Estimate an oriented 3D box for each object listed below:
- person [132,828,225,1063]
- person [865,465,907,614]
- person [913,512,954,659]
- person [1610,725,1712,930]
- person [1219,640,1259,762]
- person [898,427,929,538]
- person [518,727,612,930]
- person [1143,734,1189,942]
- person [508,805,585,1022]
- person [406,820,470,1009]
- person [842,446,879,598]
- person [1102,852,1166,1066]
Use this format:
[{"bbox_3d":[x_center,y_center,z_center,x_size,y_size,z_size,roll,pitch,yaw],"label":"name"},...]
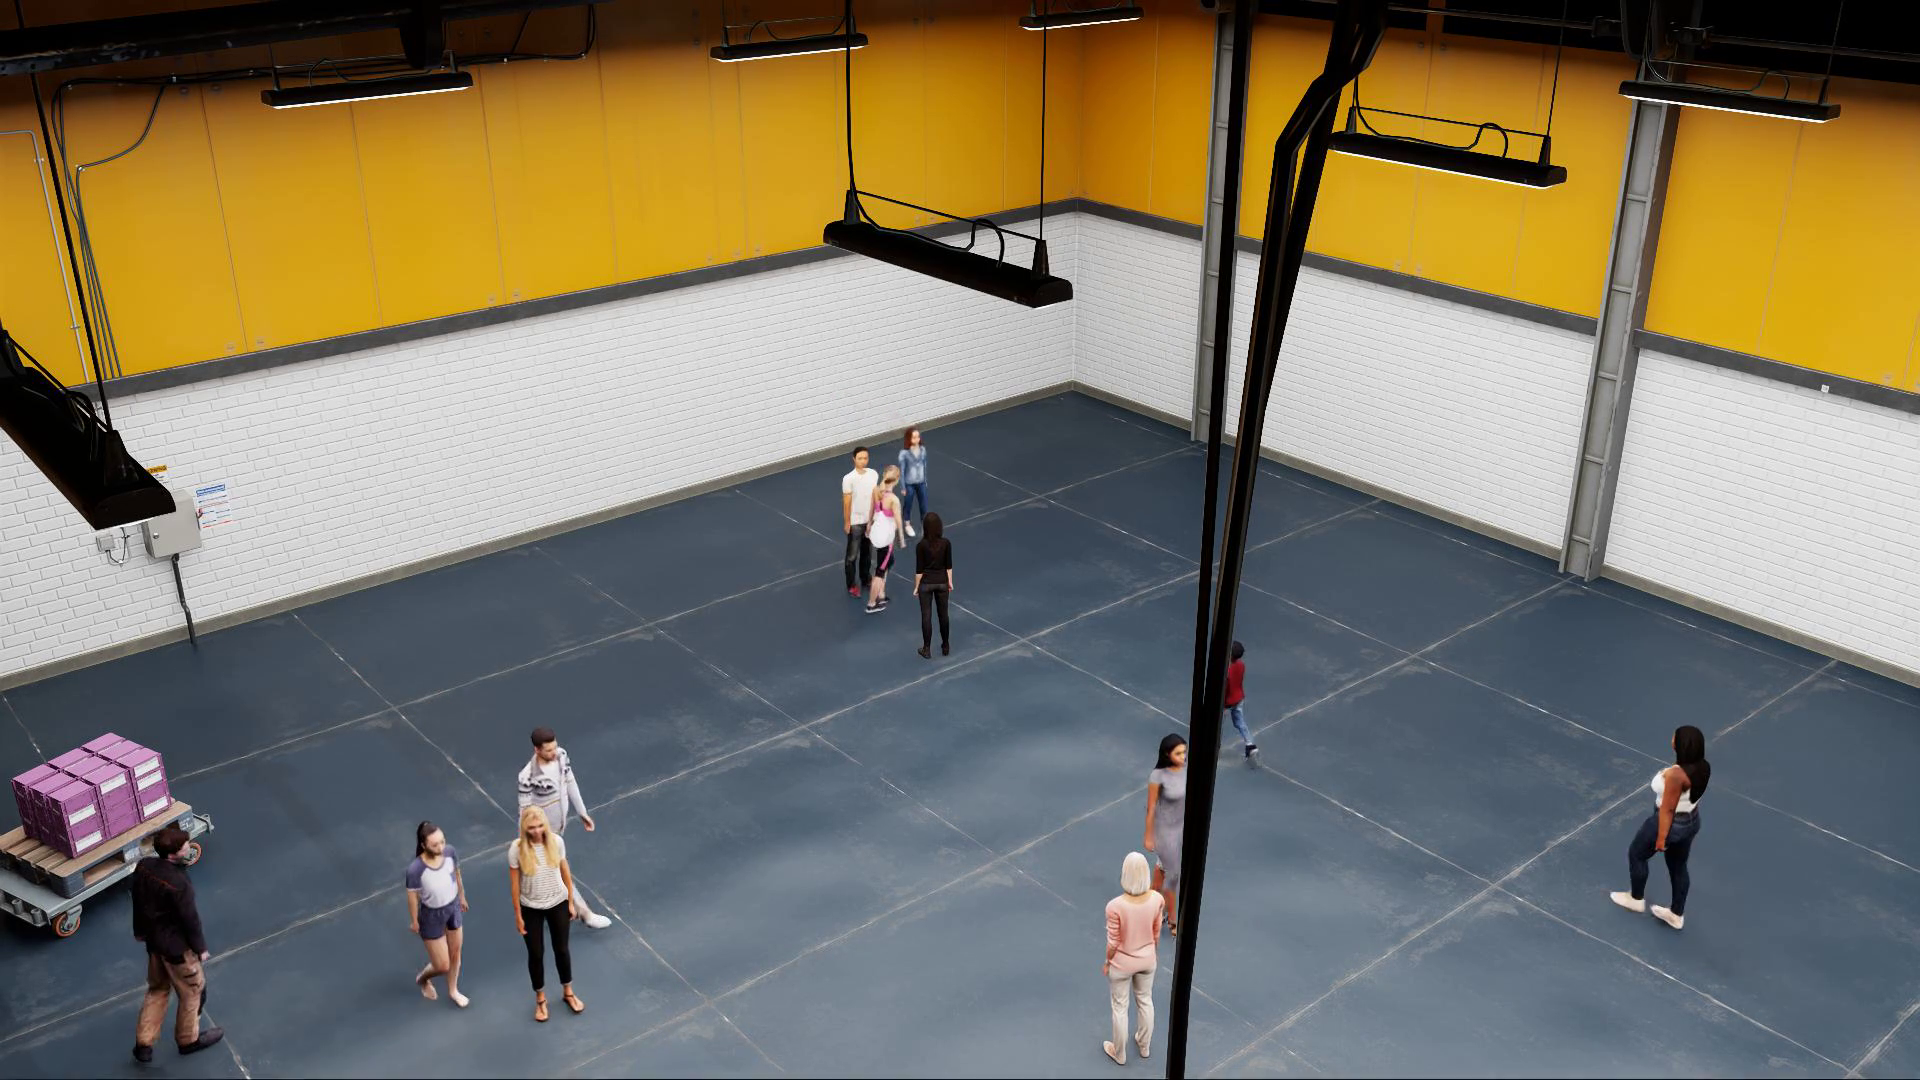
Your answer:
[{"bbox_3d":[-5.689,2.906,11.914,0.931,1.887,1.017,7,25,16],"label":"person"},{"bbox_3d":[-0.932,0.040,18.638,0.686,1.754,0.566,-21,31,-40],"label":"person"},{"bbox_3d":[-0.282,0.476,17.780,0.655,1.641,0.629,-7,25,-16],"label":"person"},{"bbox_3d":[5.798,2.342,13.324,0.714,1.793,0.841,-13,27,-28],"label":"person"},{"bbox_3d":[2.626,1.535,15.857,0.522,1.242,0.826,-17,29,-34],"label":"person"},{"bbox_3d":[-0.616,-0.722,20.749,0.664,1.459,0.882,-14,27,-29],"label":"person"},{"bbox_3d":[-3.395,2.280,13.433,1.204,1.819,1.013,8,25,19],"label":"person"},{"bbox_3d":[1.621,2.319,13.408,0.632,1.766,0.795,-16,28,-32],"label":"person"},{"bbox_3d":[-3.108,2.739,12.377,0.632,1.824,0.576,-13,27,-27],"label":"person"},{"bbox_3d":[-3.963,2.798,12.478,0.744,1.635,0.690,14,27,30],"label":"person"},{"bbox_3d":[-1.146,-0.240,19.219,0.625,1.801,0.522,-18,29,-35],"label":"person"},{"bbox_3d":[1.231,2.992,11.921,0.667,1.725,0.635,-9,25,-19],"label":"person"}]
